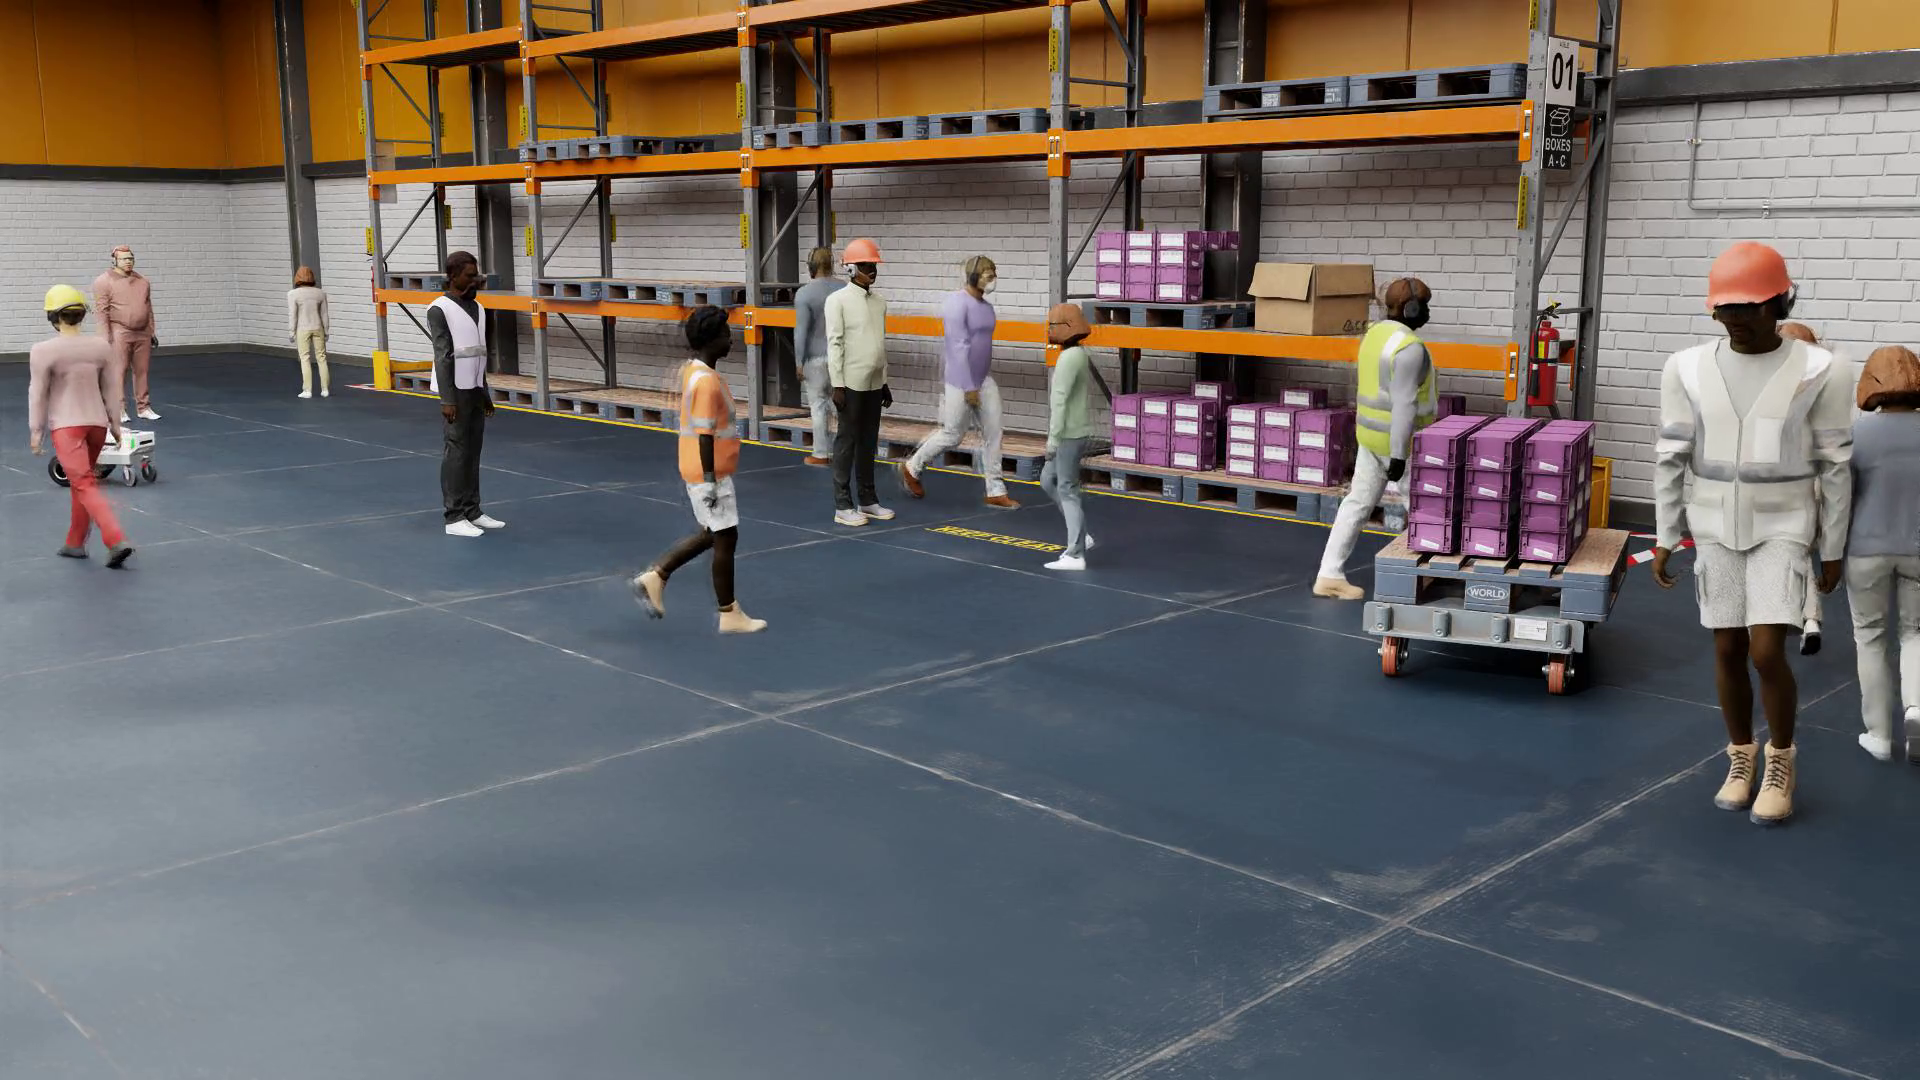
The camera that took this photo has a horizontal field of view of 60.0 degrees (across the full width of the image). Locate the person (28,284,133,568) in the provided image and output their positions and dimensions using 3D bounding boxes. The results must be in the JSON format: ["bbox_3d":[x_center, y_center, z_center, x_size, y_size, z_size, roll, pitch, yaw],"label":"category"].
[{"bbox_3d":[-5.378,-0.697,10.190,0.873,1.732,0.530,6,12,28],"label":"person"}]

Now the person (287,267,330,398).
[{"bbox_3d":[-8.142,-2.596,20.808,0.507,1.631,0.266,-10,14,-44],"label":"person"}]

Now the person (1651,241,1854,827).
[{"bbox_3d":[2.717,-0.019,5.775,0.604,2.005,0.604,9,14,41],"label":"person"}]

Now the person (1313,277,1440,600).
[{"bbox_3d":[2.422,-0.545,9.196,0.978,1.794,0.632,-2,11,-11],"label":"person"}]

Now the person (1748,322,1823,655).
[{"bbox_3d":[3.905,-0.220,7.886,0.525,1.623,0.370,0,10,3],"label":"person"}]

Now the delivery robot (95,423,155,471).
[{"bbox_3d":[-6.965,-0.775,13.567,0.707,0.478,0.477,1,11,6],"label":"delivery robot"}]

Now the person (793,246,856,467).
[{"bbox_3d":[-1.156,-1.573,14.433,0.650,1.927,0.505,-10,14,-43],"label":"person"}]

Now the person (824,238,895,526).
[{"bbox_3d":[-0.700,-1.110,11.719,0.375,1.997,0.609,7,13,34],"label":"person"}]

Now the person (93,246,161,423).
[{"bbox_3d":[-9.051,-2.242,18.137,0.407,1.906,0.655,6,12,30],"label":"person"}]

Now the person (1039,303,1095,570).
[{"bbox_3d":[0.628,-0.614,10.051,0.354,1.622,0.504,2,11,9],"label":"person"}]

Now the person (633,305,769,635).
[{"bbox_3d":[-1.311,-0.342,8.373,0.591,1.681,0.544,-3,11,-14],"label":"person"}]

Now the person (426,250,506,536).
[{"bbox_3d":[-3.379,-0.995,11.304,0.391,1.920,0.593,2,11,10],"label":"person"}]

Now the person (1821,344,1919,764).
[{"bbox_3d":[3.546,0.071,6.304,0.528,1.610,0.507,3,11,16],"label":"person"}]

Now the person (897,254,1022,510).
[{"bbox_3d":[-0.005,-1.171,12.361,0.927,1.896,0.615,7,13,35],"label":"person"}]
